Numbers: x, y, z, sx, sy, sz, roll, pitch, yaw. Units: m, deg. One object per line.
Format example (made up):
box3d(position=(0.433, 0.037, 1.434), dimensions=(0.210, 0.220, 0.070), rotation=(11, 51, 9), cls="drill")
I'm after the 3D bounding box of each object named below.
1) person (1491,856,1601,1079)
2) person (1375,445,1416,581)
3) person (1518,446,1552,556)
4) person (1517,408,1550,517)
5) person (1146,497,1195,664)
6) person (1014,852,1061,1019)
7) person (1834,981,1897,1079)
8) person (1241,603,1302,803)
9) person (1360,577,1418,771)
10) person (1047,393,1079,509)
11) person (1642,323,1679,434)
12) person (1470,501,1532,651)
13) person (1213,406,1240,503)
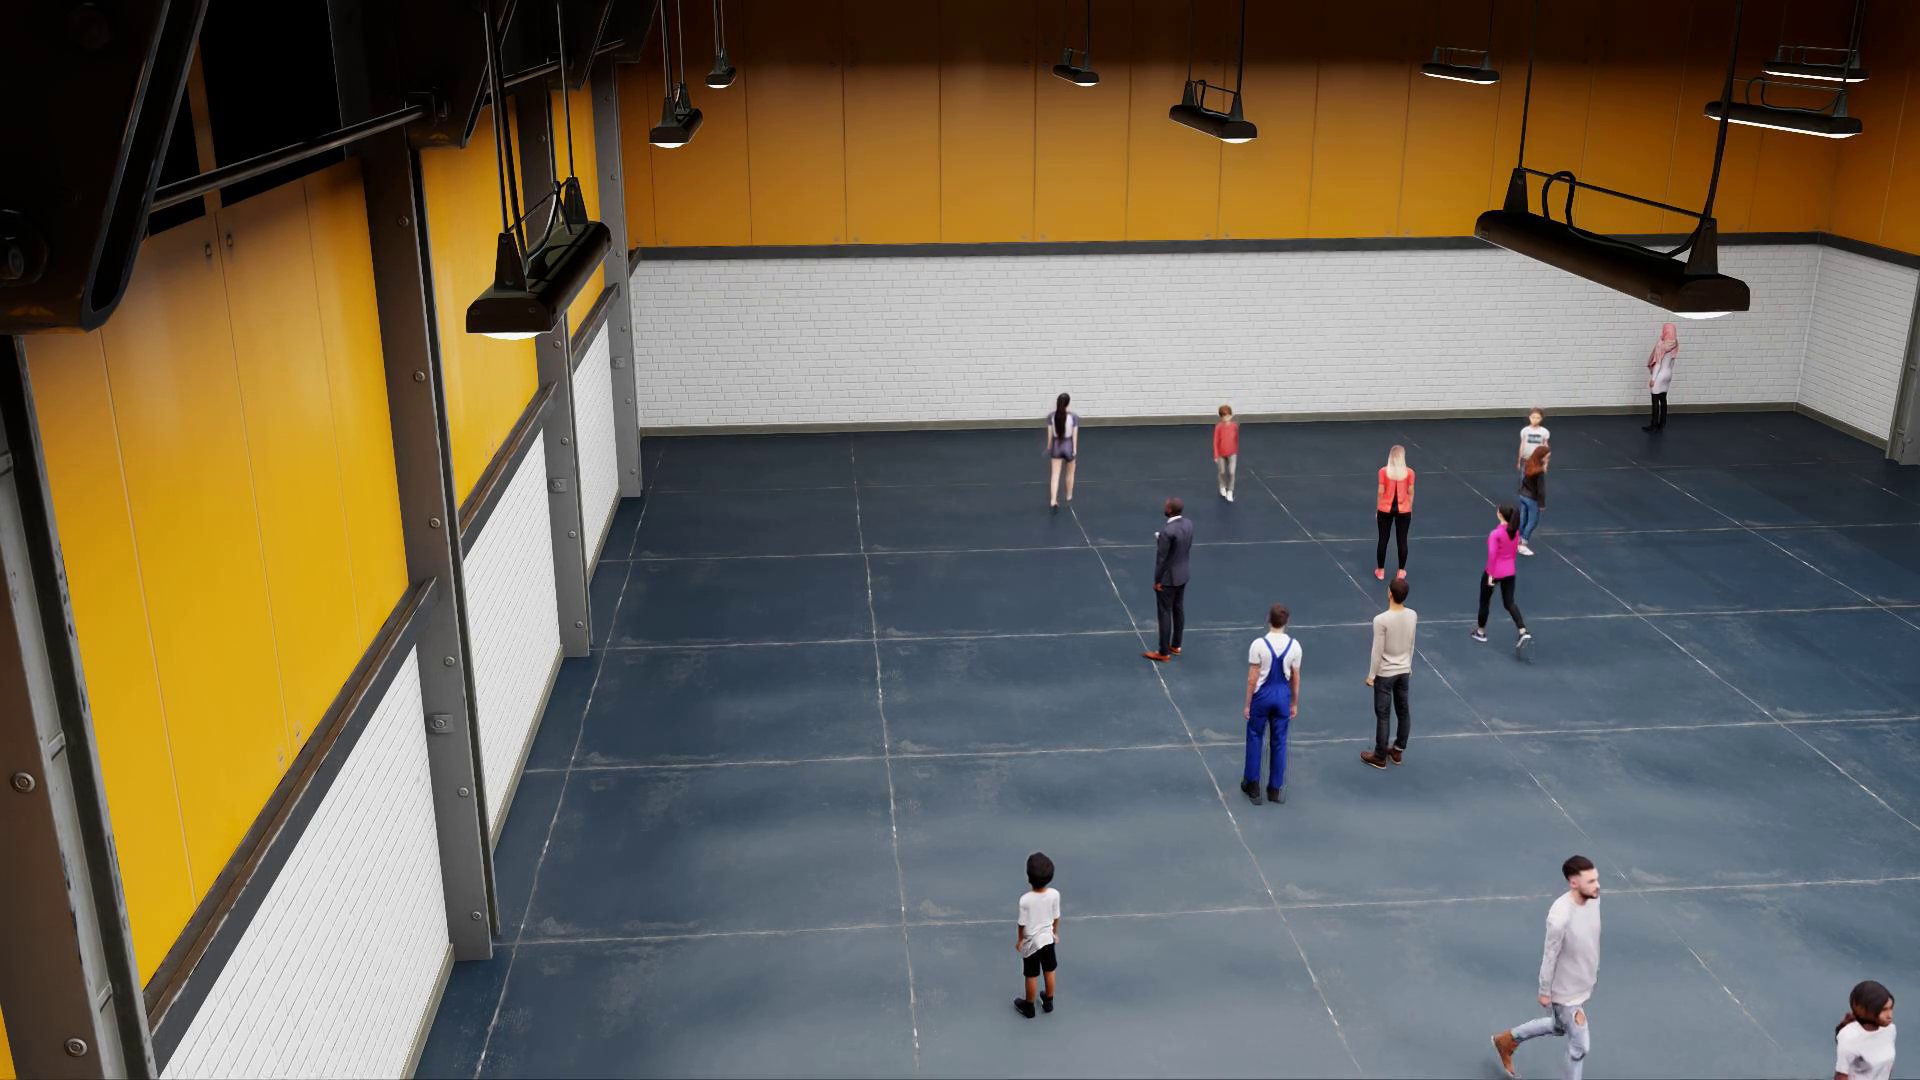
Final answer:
box3d(position=(3.887, 2.849, 10.813), dimensions=(1.099, 1.809, 1.223), rotation=(-17, 25, -41), cls="person")
box3d(position=(5.342, -0.341, 20.466), dimensions=(0.656, 1.695, 0.639), rotation=(5, 19, 13), cls="person")
box3d(position=(7.343, -0.557, 21.478), dimensions=(0.764, 1.458, 0.468), rotation=(-9, 20, -24), cls="person")
box3d(position=(7.893, -1.082, 22.934), dimensions=(0.834, 1.524, 1.123), rotation=(6, 20, 18), cls="person")
box3d(position=(2.302, 0.414, 18.027), dimensions=(0.840, 1.820, 0.788), rotation=(16, 24, 40), cls="person")
box3d(position=(0.559, 2.801, 11.813), dimensions=(0.554, 1.262, 0.586), rotation=(-8, 20, -24), cls="person")
box3d(position=(5.136, 3.293, 9.675), dimensions=(0.881, 1.696, 1.107), rotation=(-11, 21, -29), cls="person")
box3d(position=(2.776, 1.468, 14.860), dimensions=(0.661, 1.844, 0.575), rotation=(-1, 19, -4), cls="person")
box3d(position=(4.032, 1.237, 15.509), dimensions=(0.720, 1.868, 0.690), rotation=(-8, 20, -23), cls="person")
box3d(position=(1.412, -1.216, 23.190), dimensions=(0.831, 1.614, 1.096), rotation=(5, 19, 15), cls="person")
box3d(position=(11.465, -2.660, 27.181), dimensions=(0.727, 1.804, 0.731), rotation=(-10, 21, -27), cls="person")
box3d(position=(6.002, 0.414, 18.255), dimensions=(0.800, 1.675, 1.144), rotation=(-8, 20, -22), cls="person")
box3d(position=(3.801, -1.254, 23.682), dimensions=(0.567, 1.373, 0.821), rotation=(-3, 19, -8), cls="person")
